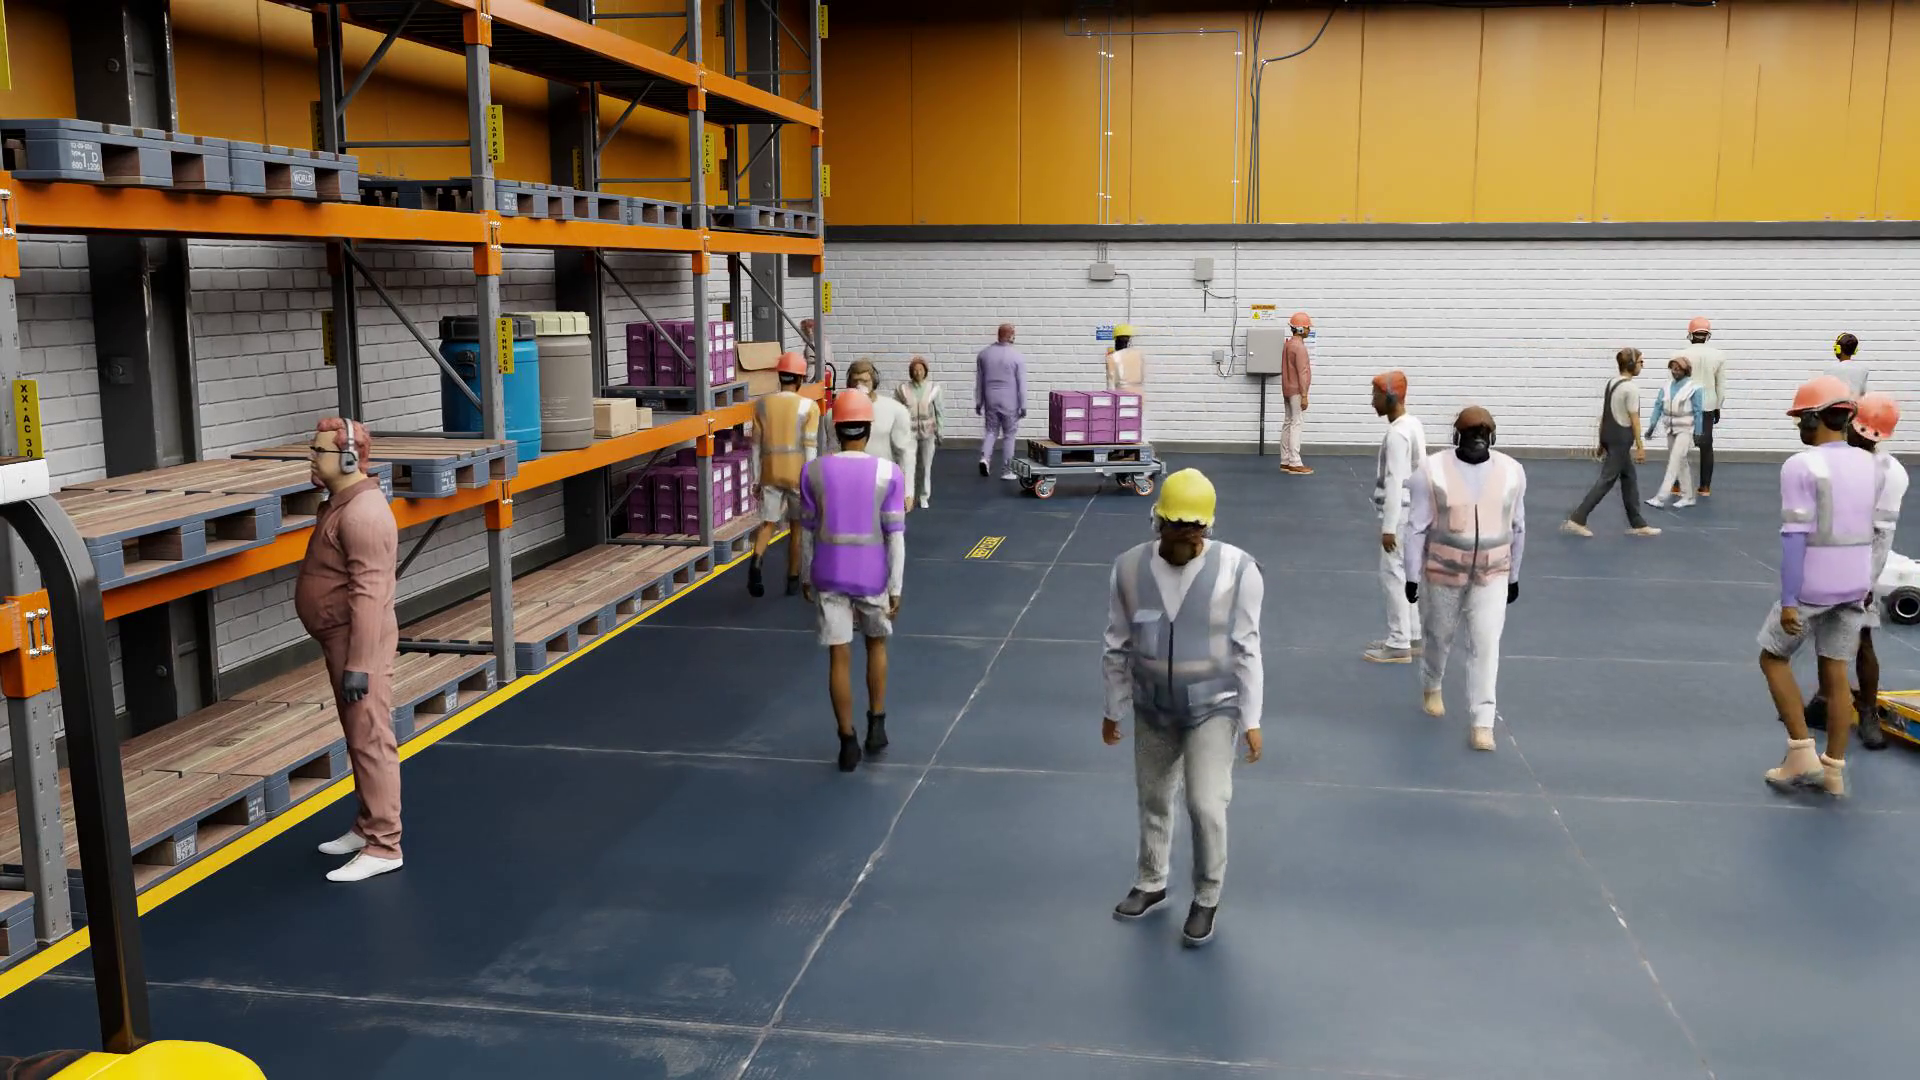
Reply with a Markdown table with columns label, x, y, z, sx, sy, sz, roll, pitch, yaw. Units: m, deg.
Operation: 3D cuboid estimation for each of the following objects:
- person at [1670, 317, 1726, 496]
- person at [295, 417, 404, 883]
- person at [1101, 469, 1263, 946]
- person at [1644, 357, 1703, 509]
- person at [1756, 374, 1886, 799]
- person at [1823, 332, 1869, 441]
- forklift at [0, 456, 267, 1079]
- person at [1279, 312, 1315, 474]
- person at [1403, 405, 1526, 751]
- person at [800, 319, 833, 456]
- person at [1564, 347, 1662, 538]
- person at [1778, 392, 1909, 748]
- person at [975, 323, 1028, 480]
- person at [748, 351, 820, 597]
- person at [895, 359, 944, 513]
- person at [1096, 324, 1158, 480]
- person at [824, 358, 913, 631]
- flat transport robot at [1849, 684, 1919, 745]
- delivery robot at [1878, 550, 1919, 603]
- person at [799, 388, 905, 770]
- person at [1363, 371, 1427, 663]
| label | x | y | z | sx | sy | sz | roll | pitch | yaw |
| --- | --- | --- | --- | --- | --- | --- | --- | --- | --- |
| person | 8.178 | -1.480 | 18.515 | 0.610 | 1.996 | 0.379 | 0 | 9 | 3 |
| person | -2.531 | 0.444 | 6.908 | 0.409 | 1.913 | 0.645 | -4 | 10 | -23 |
| person | 0.840 | 0.615 | 6.201 | 0.661 | 1.796 | 0.530 | 4 | 10 | 26 |
| person | 7.456 | -1.109 | 17.442 | 0.837 | 1.597 | 0.508 | -3 | 10 | -20 |
| person | 4.107 | 0.224 | 7.952 | 0.624 | 2.012 | 0.540 | -3 | 10 | -18 |
| person | 9.093 | -1.199 | 17.182 | 0.514 | 1.866 | 0.327 | -2 | 9 | -10 |
| forklift | -2.328 | 0.975 | 2.765 | 2.313 | 2.155 | 1.214 | 1 | 9 | 9 |
| person | 4.167 | -1.812 | 20.563 | 0.382 | 1.993 | 0.622 | -1 | 9 | -9 |
| person | 2.728 | 0.155 | 9.043 | 0.642 | 1.805 | 0.943 | 1 | 9 | 6 |
| person | -1.829 | -1.907 | 21.491 | 0.468 | 1.886 | 0.688 | 2 | 9 | 13 |
| person | 6.128 | -0.904 | 15.568 | 0.949 | 1.809 | 0.540 | 0 | 9 | -1 |
| person | 4.696 | 0.142 | 8.882 | 0.369 | 1.887 | 0.671 | -2 | 9 | -13 |
| person | 0.486 | -1.641 | 19.855 | 0.699 | 1.885 | 0.482 | 4 | 10 | 24 |
| person | -1.346 | -0.469 | 12.580 | 0.557 | 1.905 | 0.760 | 2 | 9 | 12 |
| person | -0.422 | -1.074 | 17.258 | 0.518 | 1.587 | 0.876 | 0 | 9 | -3 |
| person | 2.009 | -1.646 | 19.946 | 0.636 | 1.877 | 0.998 | -5 | 11 | -30 |
| person | -0.651 | -0.355 | 11.913 | 0.638 | 1.900 | 1.008 | 0 | 9 | 3 |
| flat transport robot | 5.296 | 0.994 | 8.558 | 0.652 | 0.197 | 1.431 | -1 | 9 | -8 |
| delivery robot | 6.647 | 0.241 | 12.044 | 0.707 | 0.478 | 0.477 | 7 | 11 | 35 |
| person | -0.548 | 0.178 | 8.533 | 0.547 | 1.908 | 0.724 | 0 | 9 | -1 |
| person | 2.802 | -0.143 | 10.638 | 0.402 | 1.873 | 0.600 | 4 | 10 | 22 |
